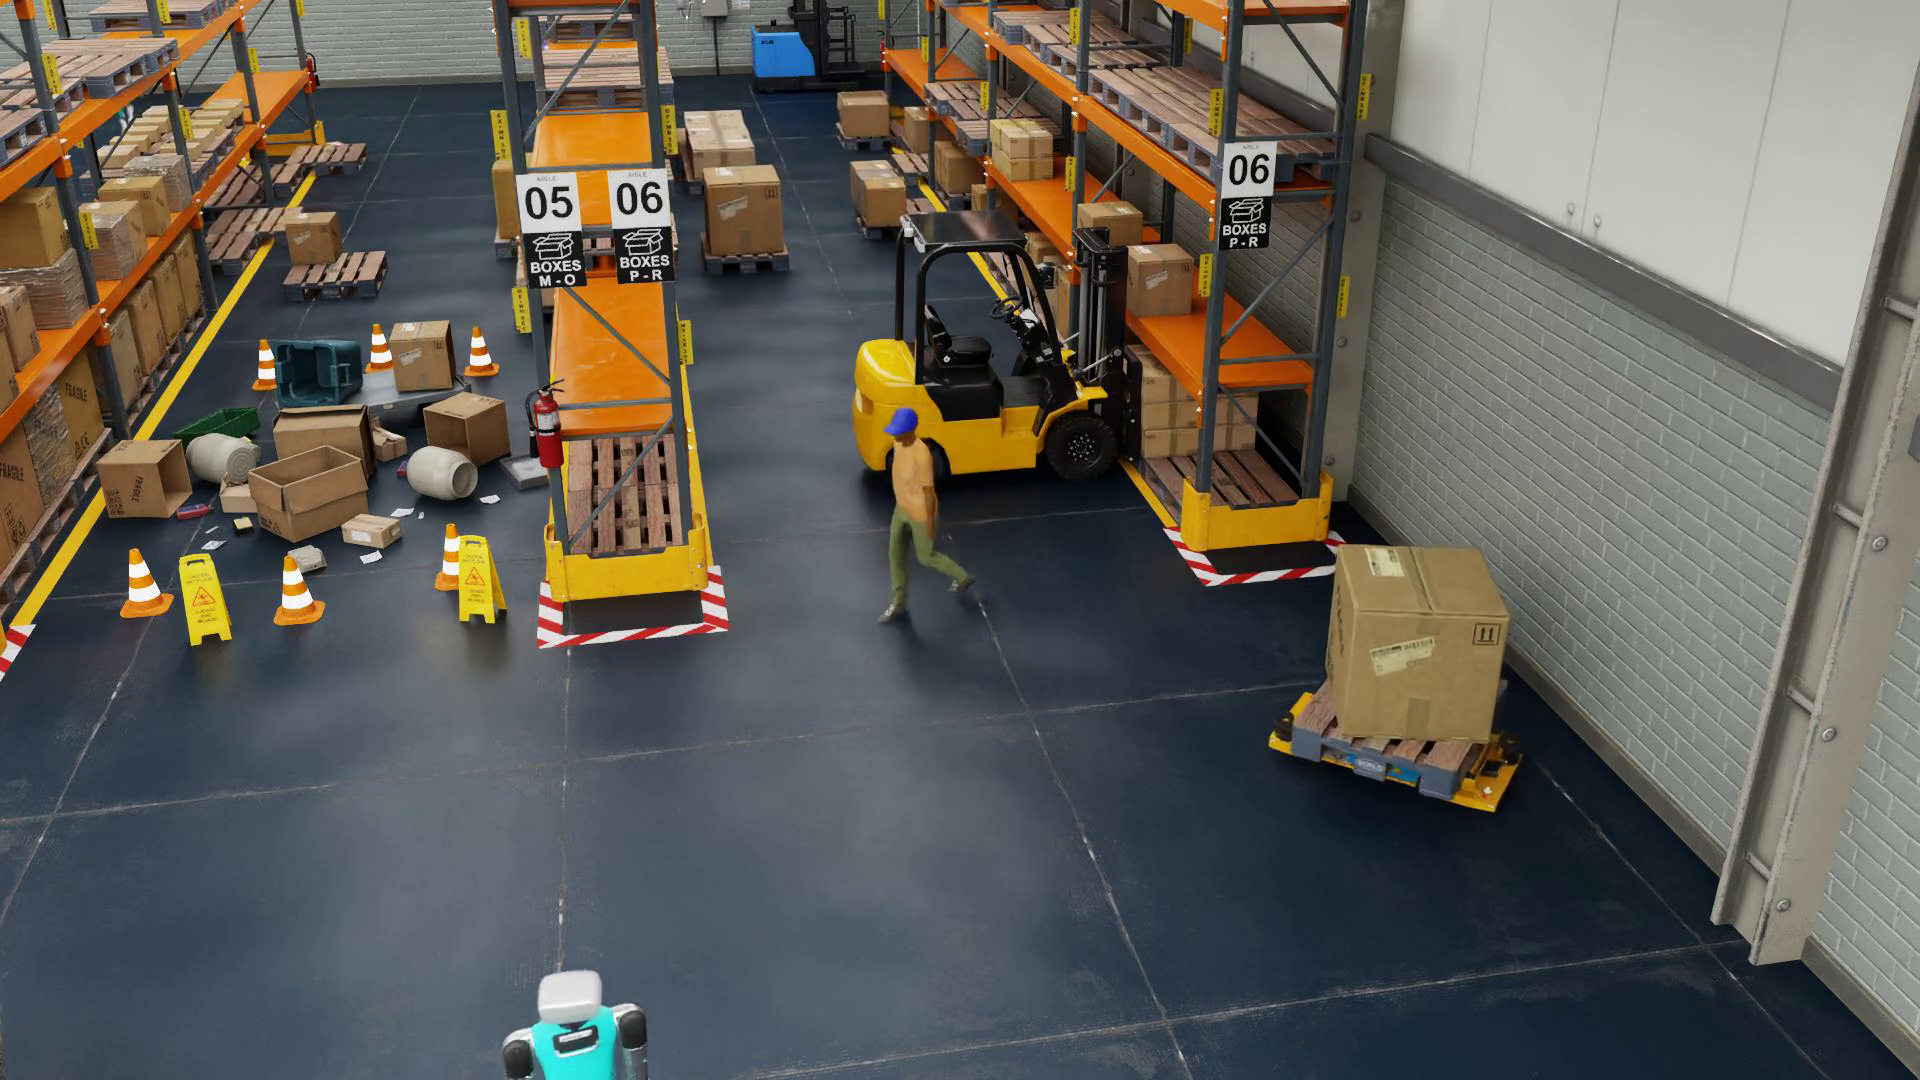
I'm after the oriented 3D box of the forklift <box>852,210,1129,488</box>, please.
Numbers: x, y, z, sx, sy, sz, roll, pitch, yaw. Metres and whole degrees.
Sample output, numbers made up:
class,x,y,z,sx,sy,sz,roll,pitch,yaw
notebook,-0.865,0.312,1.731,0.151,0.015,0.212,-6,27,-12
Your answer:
class,x,y,z,sx,sy,sz,roll,pitch,yaw
forklift,0.216,-1.659,14.366,2.313,2.155,1.214,-5,26,-10

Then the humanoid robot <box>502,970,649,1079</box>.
class,x,y,z,sx,sy,sz,roll,pitch,yaw
humanoid robot,-1.324,2.507,6.202,0.536,1.751,0.771,-9,27,-18

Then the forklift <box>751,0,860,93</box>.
class,x,y,z,sx,sy,sz,roll,pitch,yaw
forklift,-2.872,-9.679,30.288,1.873,2.768,1.129,-5,26,-10

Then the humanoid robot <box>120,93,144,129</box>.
class,x,y,z,sx,sy,sz,roll,pitch,yaw
humanoid robot,-13.212,-7.104,26.242,0.544,1.771,0.900,-23,34,-39

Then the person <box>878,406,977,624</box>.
class,x,y,z,sx,sy,sz,roll,pitch,yaw
person,-0.260,-0.225,11.966,0.728,1.677,0.492,-19,31,-34

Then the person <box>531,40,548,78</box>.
class,x,y,z,sx,sy,sz,roll,pitch,yaw
person,-7.260,-8.419,28.909,0.467,1.785,0.642,-9,27,-18

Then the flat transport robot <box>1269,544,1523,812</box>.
class,x,y,z,sx,sy,sz,roll,pitch,yaw
flat transport robot,2.739,1.283,10.457,1.431,0.231,0.659,15,29,28

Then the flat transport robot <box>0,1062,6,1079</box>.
class,x,y,z,sx,sy,sz,roll,pitch,yaw
flat transport robot,-4.696,2.878,7.136,1.431,0.231,0.659,-8,27,-16
